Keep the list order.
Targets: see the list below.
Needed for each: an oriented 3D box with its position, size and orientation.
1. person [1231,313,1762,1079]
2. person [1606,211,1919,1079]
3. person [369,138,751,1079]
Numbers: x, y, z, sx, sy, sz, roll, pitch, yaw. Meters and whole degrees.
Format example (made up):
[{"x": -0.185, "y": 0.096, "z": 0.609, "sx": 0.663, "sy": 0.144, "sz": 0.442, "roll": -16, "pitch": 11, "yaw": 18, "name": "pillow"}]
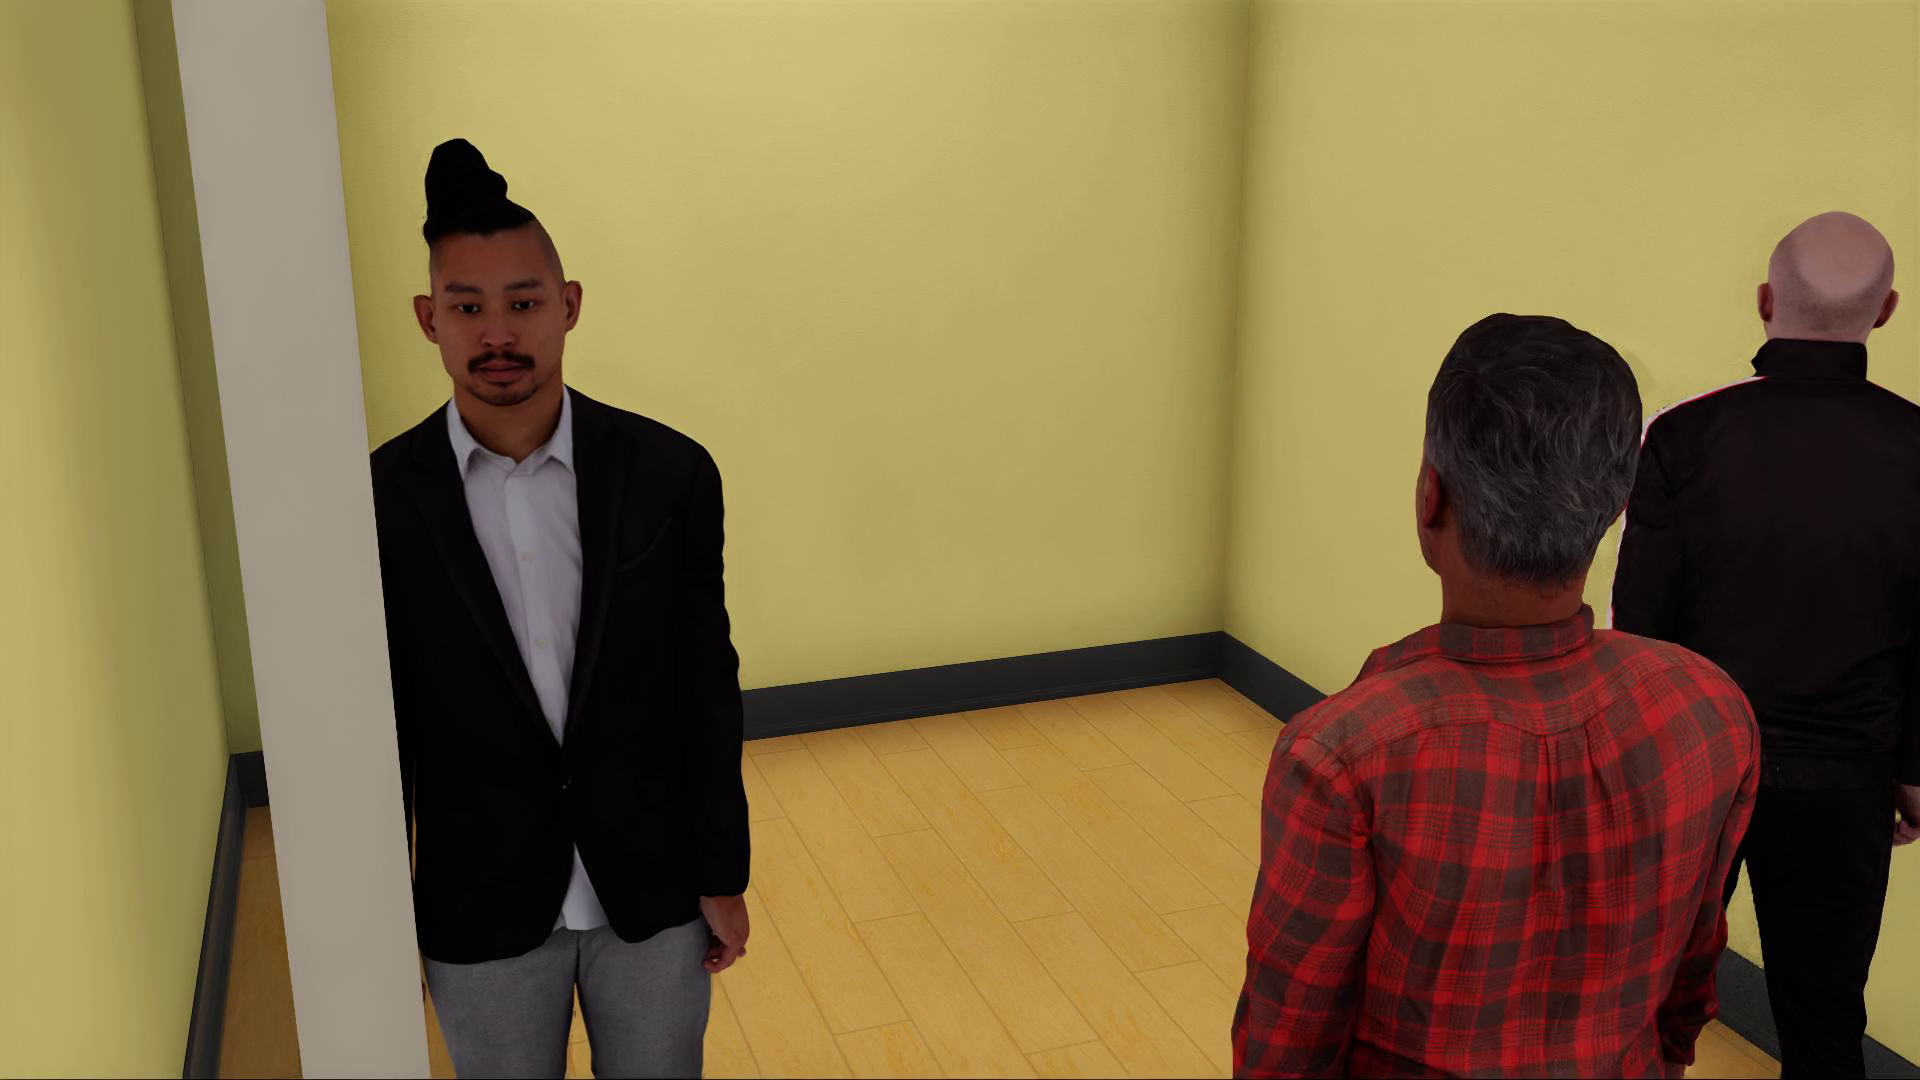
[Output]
[{"x": 0.508, "y": 0.714, "z": 1.595, "sx": 0.822, "sy": 1.816, "sz": 0.827, "roll": -3, "pitch": 16, "yaw": -10, "name": "person"}, {"x": 1.273, "y": 0.404, "z": 2.657, "sx": 0.721, "sy": 1.837, "sz": 0.825, "roll": 4, "pitch": 16, "yaw": 14, "name": "person"}, {"x": -0.565, "y": 0.434, "z": 2.338, "sx": 0.519, "sy": 1.951, "sz": 0.765, "roll": -5, "pitch": 16, "yaw": -17, "name": "person"}]
